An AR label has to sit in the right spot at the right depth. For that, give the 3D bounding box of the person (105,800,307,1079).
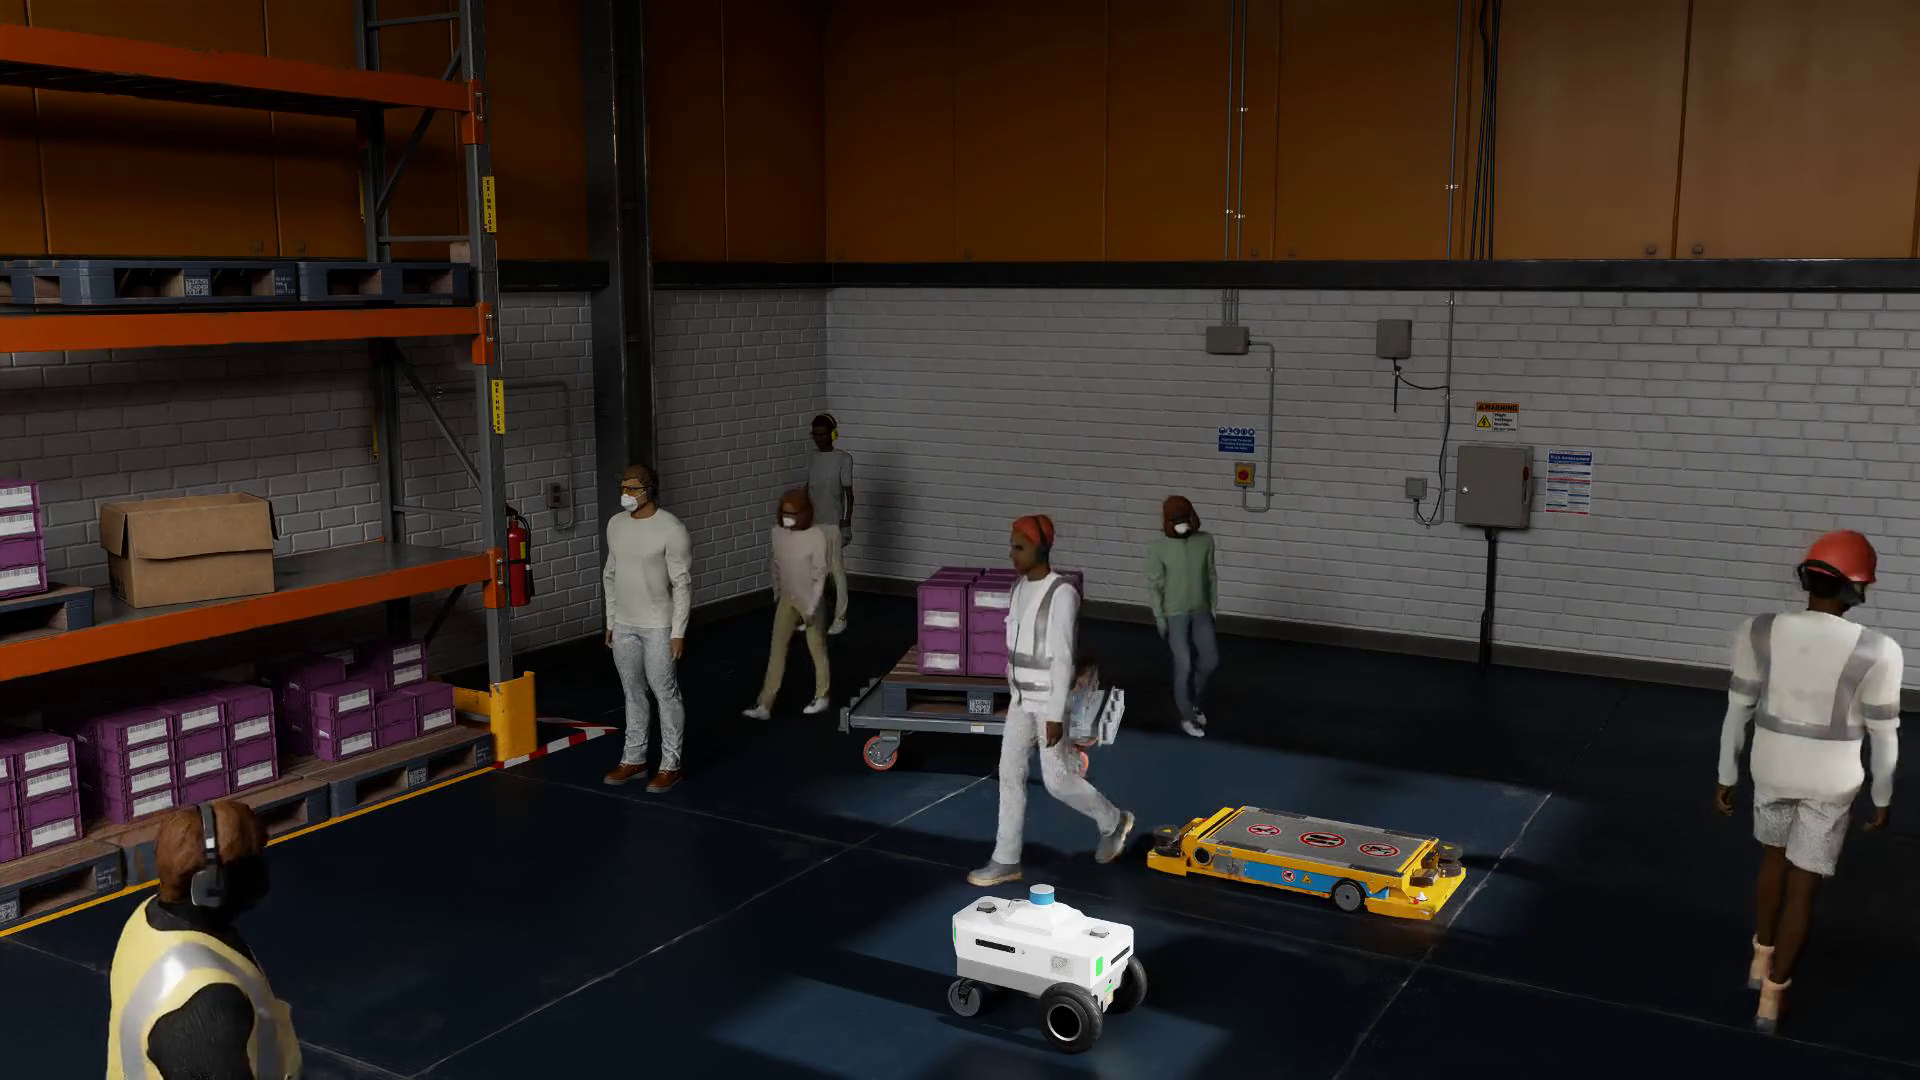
[{"bbox_3d":[-1.657,1.494,3.990,0.849,1.811,0.660,-5,10,-29],"label":"person"}]

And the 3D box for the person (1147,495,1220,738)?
[{"bbox_3d":[1.469,0.500,10.833,0.533,1.605,0.333,-4,10,-21],"label":"person"}]

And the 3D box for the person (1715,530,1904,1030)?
[{"bbox_3d":[3.471,0.952,6.752,0.627,2.015,0.747,9,13,44],"label":"person"}]

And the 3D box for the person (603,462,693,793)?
[{"bbox_3d":[-1.843,0.509,9.762,0.627,1.940,0.372,5,11,30],"label":"person"}]

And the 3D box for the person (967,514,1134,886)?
[{"bbox_3d":[0.463,0.788,8.272,0.830,1.862,0.594,-5,10,-28],"label":"person"}]

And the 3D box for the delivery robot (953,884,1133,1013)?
[{"bbox_3d":[0.329,1.638,6.729,0.707,0.478,0.477,5,10,30],"label":"delivery robot"}]

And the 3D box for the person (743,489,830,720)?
[{"bbox_3d":[-1.139,0.448,11.206,0.531,1.586,0.843,6,11,33],"label":"person"}]

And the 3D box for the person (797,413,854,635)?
[{"bbox_3d":[-1.131,-0.135,14.020,0.516,1.865,0.329,5,11,30],"label":"person"}]

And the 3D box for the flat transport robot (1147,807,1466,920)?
[{"bbox_3d":[1.722,1.575,8.297,1.431,0.197,0.652,5,11,30],"label":"flat transport robot"}]
